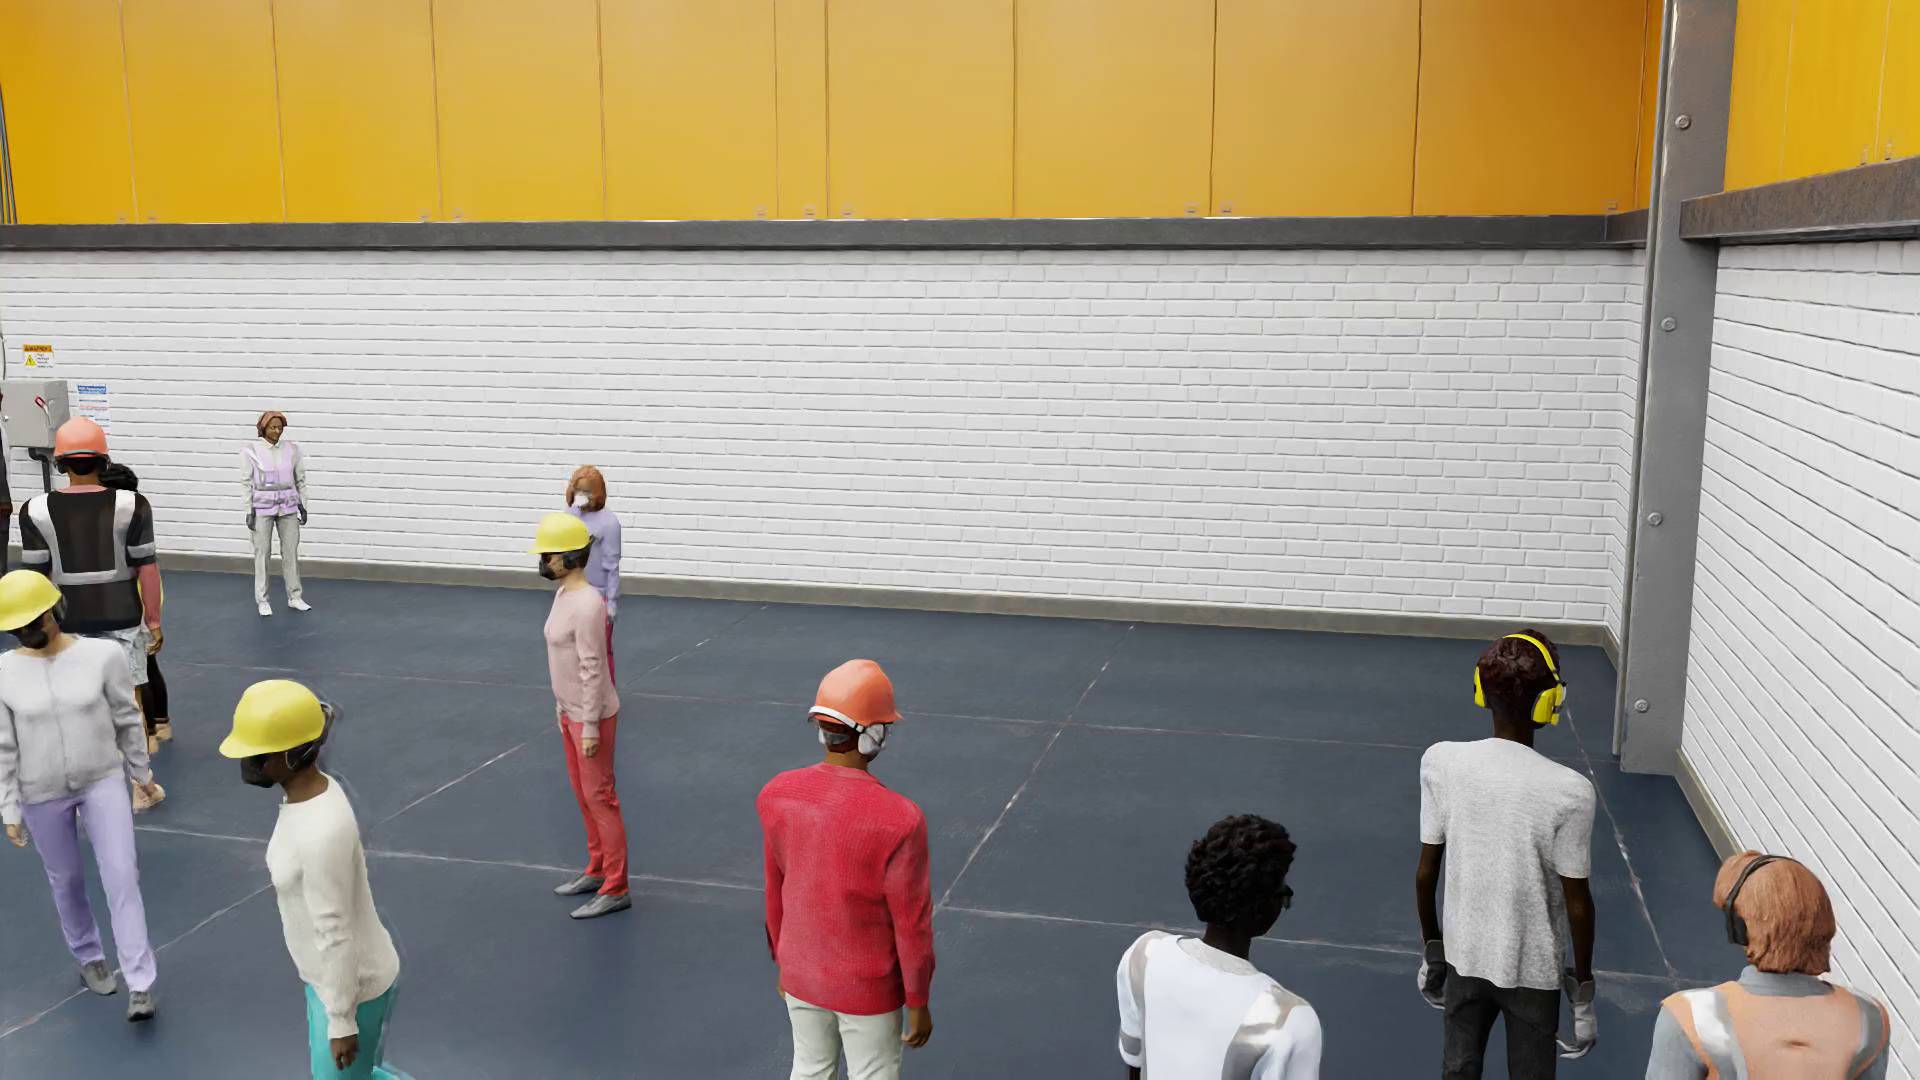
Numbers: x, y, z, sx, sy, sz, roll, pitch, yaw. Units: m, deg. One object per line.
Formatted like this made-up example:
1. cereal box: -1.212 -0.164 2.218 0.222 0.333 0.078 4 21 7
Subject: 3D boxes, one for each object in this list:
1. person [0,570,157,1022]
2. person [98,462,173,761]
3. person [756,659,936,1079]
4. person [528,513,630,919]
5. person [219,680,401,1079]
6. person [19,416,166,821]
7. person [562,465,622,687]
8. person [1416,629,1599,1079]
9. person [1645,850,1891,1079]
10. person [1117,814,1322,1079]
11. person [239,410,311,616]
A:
1. person: -3.263 0.951 6.129 0.563 1.707 0.853 -6 11 -31
2. person: -4.725 0.394 9.495 0.322 1.687 0.534 -3 10 -20
3. person: -0.296 1.192 4.640 0.567 1.741 0.353 7 12 35
4. person: -1.654 0.753 7.184 0.344 1.761 0.528 -5 11 -26
5. person: -1.663 1.203 4.578 0.604 1.743 0.547 -5 11 -28
6. person: -4.361 0.398 8.409 0.610 2.048 0.366 -4 10 -21
7. person: -2.225 0.337 10.042 0.526 1.608 0.366 6 11 30
8. person: 1.466 1.157 4.460 0.511 1.872 0.328 9 13 42
9. person: 1.645 1.447 3.458 0.528 1.630 0.320 -1 10 -7
10. person: 0.544 1.405 3.544 0.320 1.683 0.541 -8 13 -40
11. person: -5.454 -0.218 13.258 0.518 1.633 0.313 -8 13 -41
